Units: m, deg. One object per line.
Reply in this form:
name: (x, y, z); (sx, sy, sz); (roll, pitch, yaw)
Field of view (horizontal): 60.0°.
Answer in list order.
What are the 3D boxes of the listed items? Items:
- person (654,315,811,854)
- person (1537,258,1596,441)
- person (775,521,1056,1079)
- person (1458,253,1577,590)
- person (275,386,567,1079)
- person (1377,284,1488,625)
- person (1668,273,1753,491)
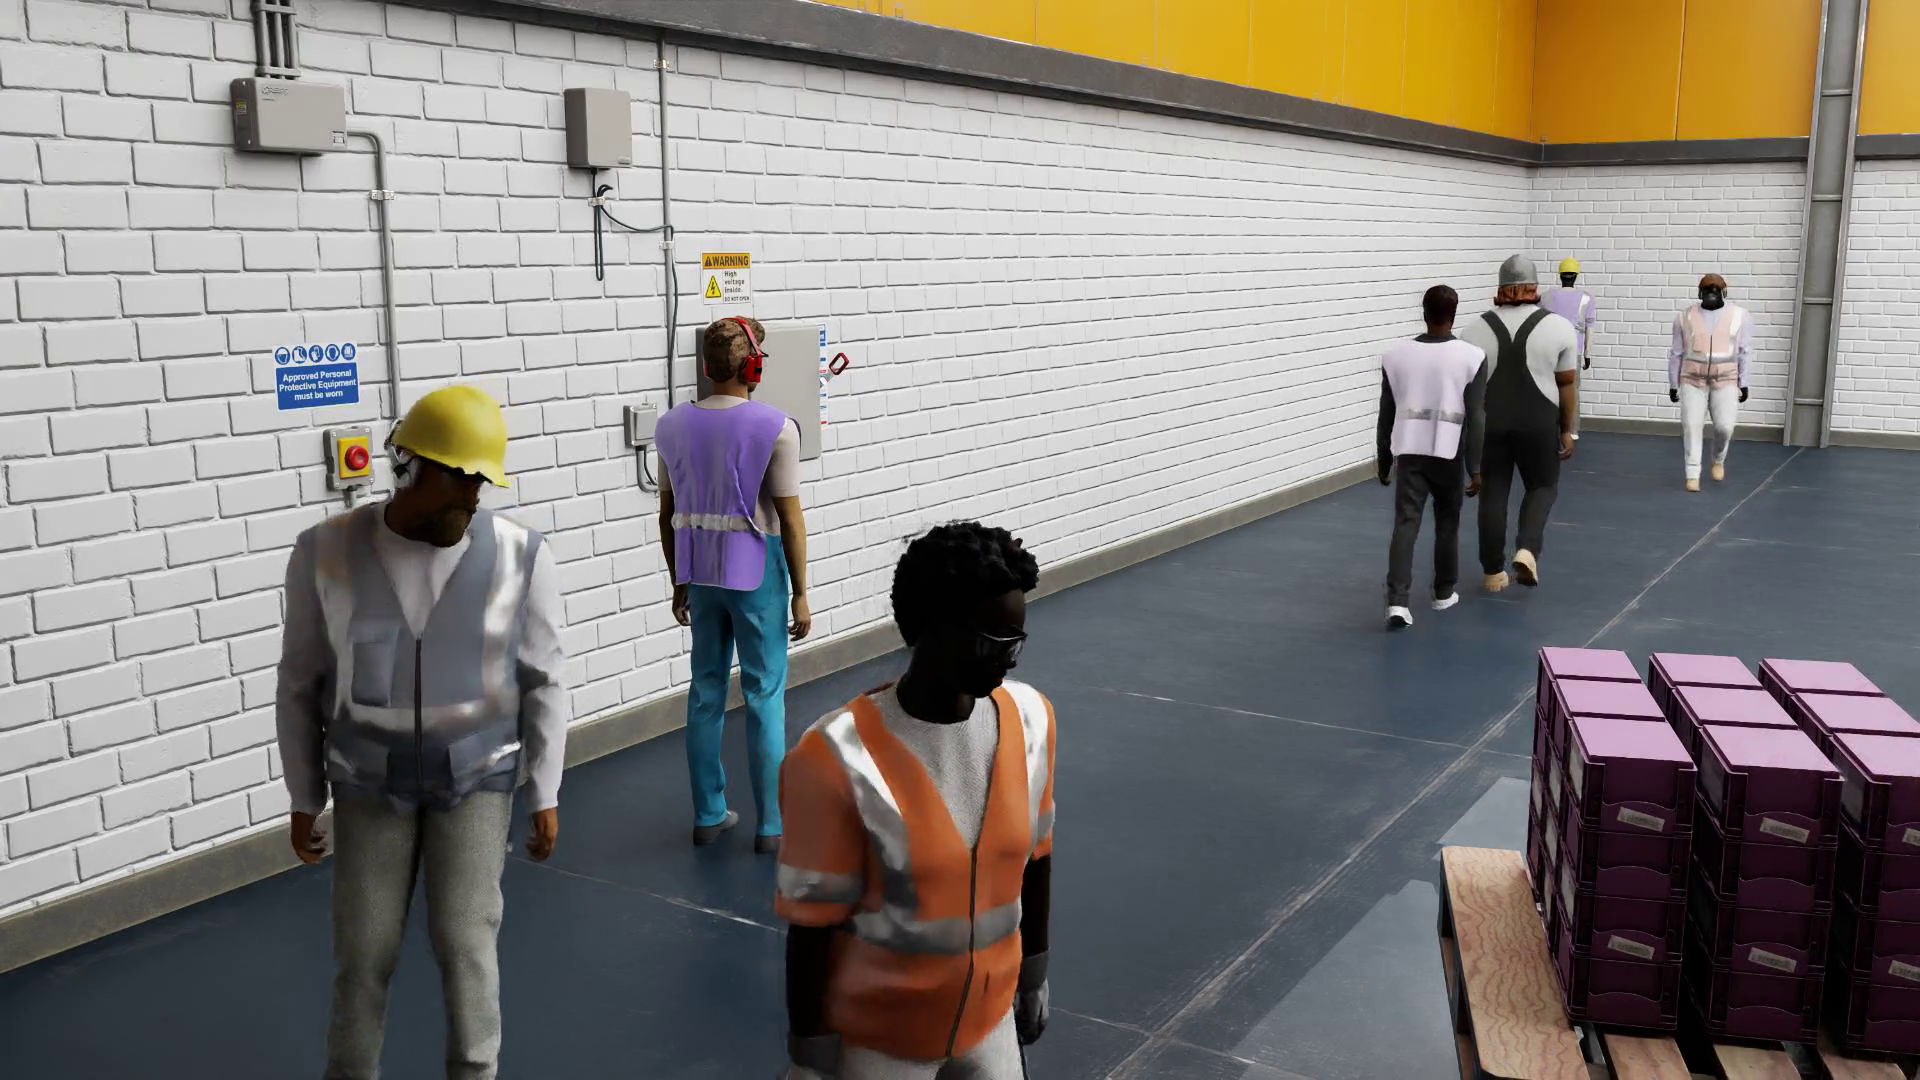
person: (-0.775, 0.163, 5.700); (0.563, 1.847, 0.390); (5, 11, 24)
person: (6.360, -2.005, 17.534); (0.582, 1.918, 0.405); (3, 11, 17)
person: (-0.098, 0.771, 2.796); (0.563, 1.670, 0.508); (-8, 13, -37)
person: (3.317, -0.700, 9.945); (0.706, 2.000, 0.536); (5, 11, 27)
person: (-1.211, 0.544, 3.774); (0.622, 1.787, 0.406); (-3, 11, -14)
person: (2.587, -0.473, 9.202); (0.598, 1.868, 1.001); (5, 11, 26)
person: (6.294, -1.328, 14.002); (0.648, 1.831, 0.540); (5, 11, 25)
